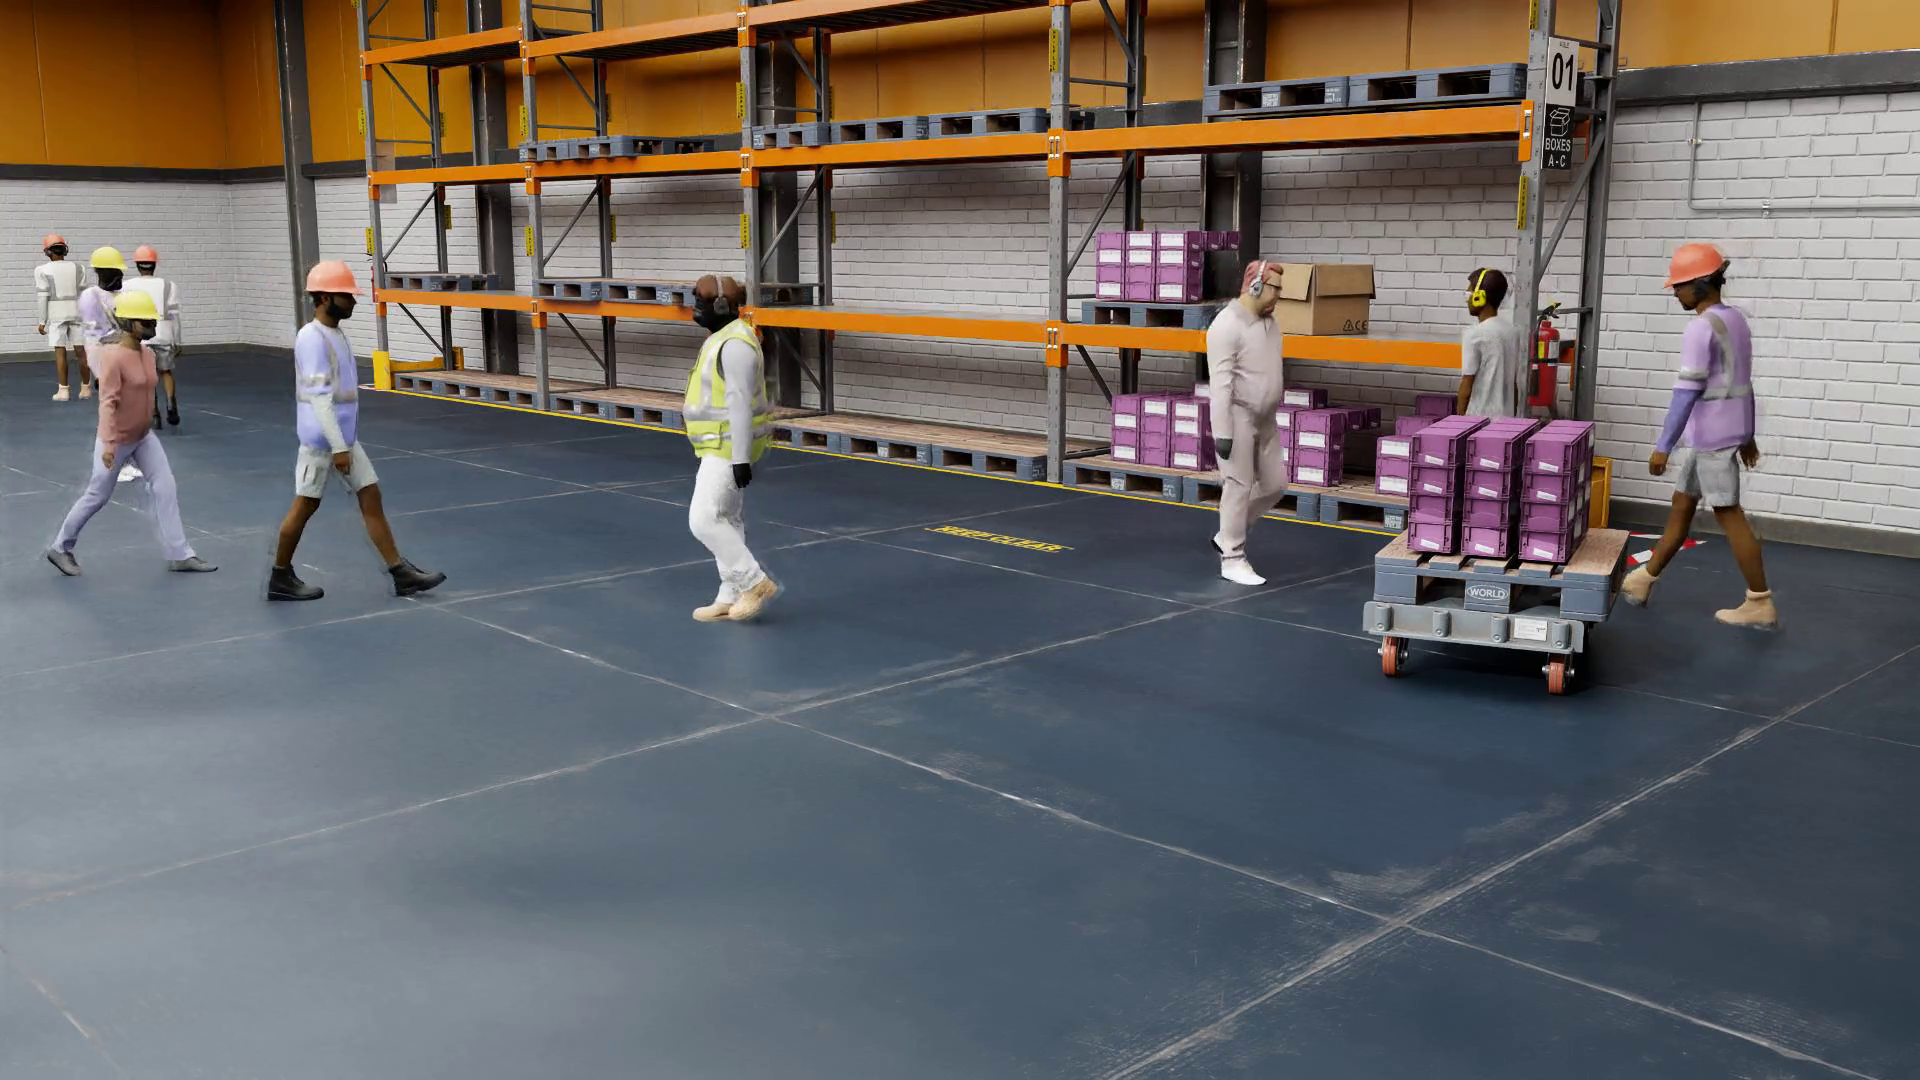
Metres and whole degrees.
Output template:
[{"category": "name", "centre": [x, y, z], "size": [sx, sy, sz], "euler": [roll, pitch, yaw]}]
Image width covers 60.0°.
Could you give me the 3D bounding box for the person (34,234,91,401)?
[{"category": "person", "centre": [-10.997, -2.721, 20.400], "size": [0.391, 2.034, 0.605], "euler": [9, 14, 40]}]

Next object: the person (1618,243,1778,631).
[{"category": "person", "centre": [3.854, -0.544, 8.679], "size": [1.010, 1.978, 0.645], "euler": [8, 13, 39]}]

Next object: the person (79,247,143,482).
[{"category": "person", "centre": [-6.990, -1.450, 13.783], "size": [0.393, 1.923, 0.628], "euler": [0, 10, -3]}]

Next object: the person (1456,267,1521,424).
[{"category": "person", "centre": [3.057, -0.625, 9.515], "size": [0.506, 1.854, 0.690], "euler": [-9, 14, -40]}]

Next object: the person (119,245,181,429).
[{"category": "person", "centre": [-8.422, -2.100, 17.330], "size": [0.543, 1.923, 0.444], "euler": [-7, 13, -34]}]

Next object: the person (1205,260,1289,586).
[{"category": "person", "centre": [1.671, -0.672, 9.638], "size": [0.402, 1.884, 0.656], "euler": [9, 14, 41]}]

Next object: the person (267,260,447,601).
[{"category": "person", "centre": [-3.421, -0.584, 9.159], "size": [0.985, 1.883, 0.568], "euler": [0, 10, -1]}]

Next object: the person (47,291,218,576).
[{"category": "person", "centre": [-5.014, -0.625, 9.868], "size": [0.953, 1.708, 0.534], "euler": [1, 10, 6]}]

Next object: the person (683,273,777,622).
[{"category": "person", "centre": [-1.226, -0.459, 8.628], "size": [0.449, 1.827, 0.654], "euler": [-3, 11, -15]}]
